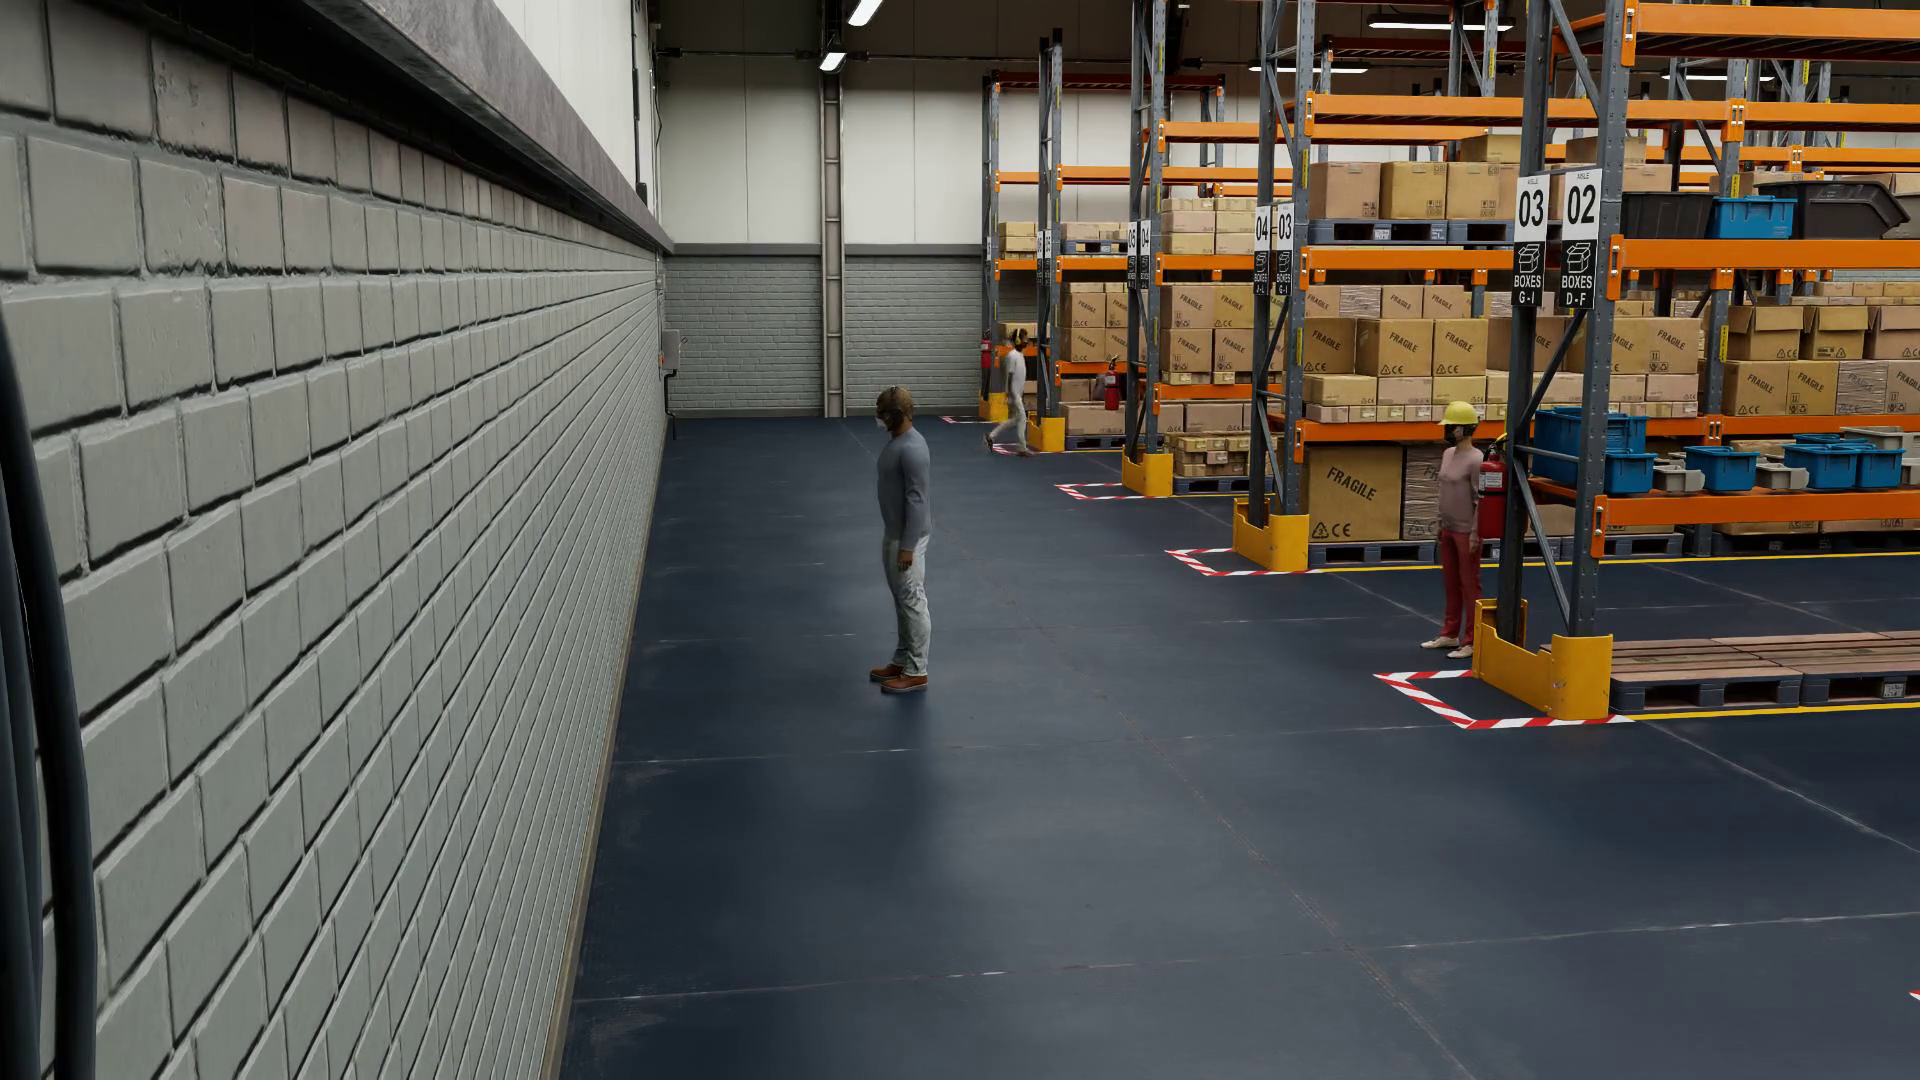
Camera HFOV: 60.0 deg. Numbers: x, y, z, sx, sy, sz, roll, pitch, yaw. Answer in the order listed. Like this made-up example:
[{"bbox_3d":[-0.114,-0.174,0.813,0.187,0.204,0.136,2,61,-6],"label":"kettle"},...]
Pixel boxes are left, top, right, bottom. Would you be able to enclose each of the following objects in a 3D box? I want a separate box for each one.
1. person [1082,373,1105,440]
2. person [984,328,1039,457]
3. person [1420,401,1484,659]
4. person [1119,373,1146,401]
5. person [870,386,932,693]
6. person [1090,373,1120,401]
[{"bbox_3d":[2.366,-2.555,26.038,0.884,2.010,0.609,-1,9,-8],"label":"person"},{"bbox_3d":[0.731,-2.095,23.706,0.784,1.849,0.521,3,10,16],"label":"person"},{"bbox_3d":[3.419,-0.069,11.418,0.331,1.768,0.526,-2,9,-13],"label":"person"},{"bbox_3d":[2.677,-2.647,26.476,0.624,2.000,0.692,-2,10,-15],"label":"person"},{"bbox_3d":[-0.365,-0.007,10.522,0.370,1.934,0.627,-2,9,-13],"label":"person"},{"bbox_3d":[2.257,-2.625,26.899,0.890,1.868,0.646,-1,9,-8],"label":"person"}]
